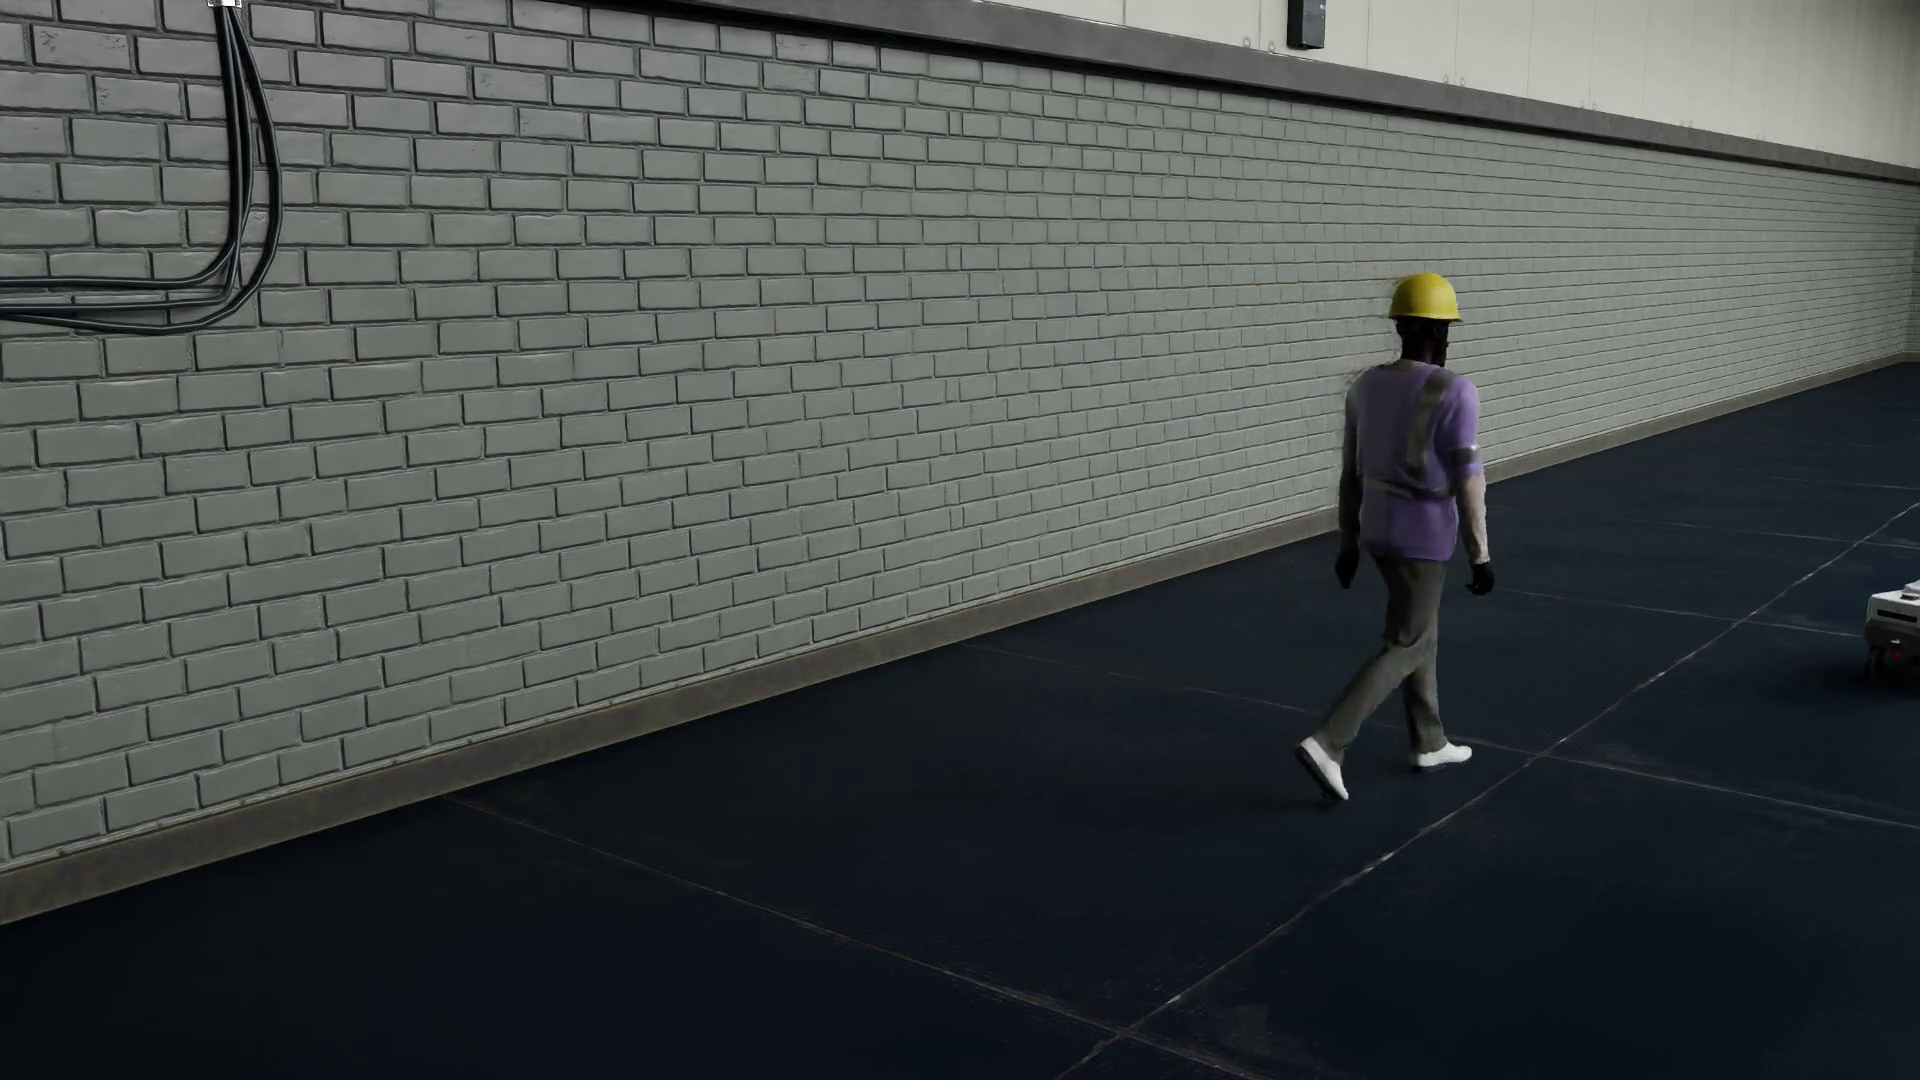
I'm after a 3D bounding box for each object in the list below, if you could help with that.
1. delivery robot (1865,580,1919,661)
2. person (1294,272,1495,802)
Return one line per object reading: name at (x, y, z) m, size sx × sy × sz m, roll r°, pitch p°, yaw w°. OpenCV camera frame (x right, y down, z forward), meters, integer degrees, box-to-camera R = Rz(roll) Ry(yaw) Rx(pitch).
delivery robot at (4.495, 0.340, 7.607) m, size 0.707 × 0.478 × 0.477 m, roll -5°, pitch 12°, yaw -28°
person at (1.582, -0.018, 6.035) m, size 0.898 × 1.893 × 0.586 m, roll -5°, pitch 11°, yaw -25°
